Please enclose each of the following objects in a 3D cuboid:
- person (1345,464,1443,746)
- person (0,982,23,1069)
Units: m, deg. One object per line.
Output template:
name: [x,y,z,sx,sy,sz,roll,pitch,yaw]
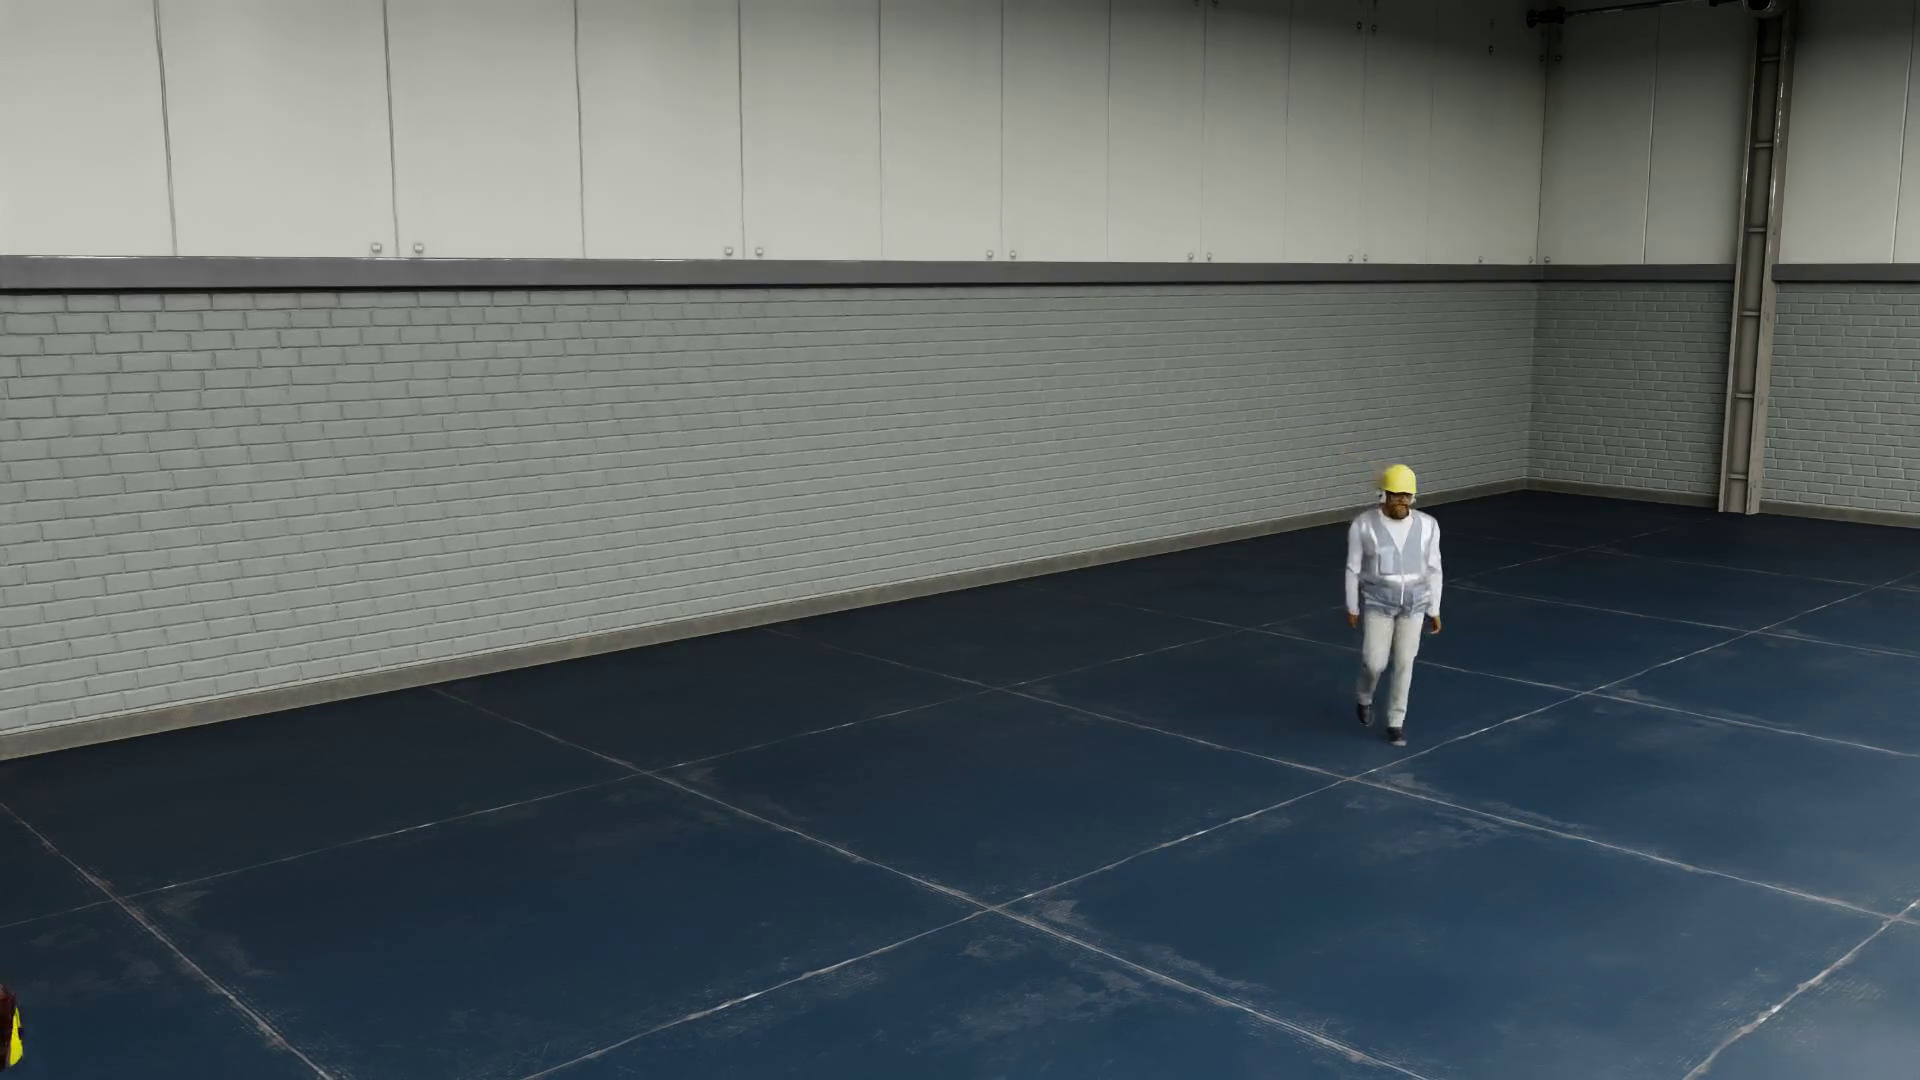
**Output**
person: [2.794,0.409,10.720,0.597,1.817,0.455,0,9,0]
person: [-1.709,1.637,2.998,0.403,1.851,0.555,6,11,31]
